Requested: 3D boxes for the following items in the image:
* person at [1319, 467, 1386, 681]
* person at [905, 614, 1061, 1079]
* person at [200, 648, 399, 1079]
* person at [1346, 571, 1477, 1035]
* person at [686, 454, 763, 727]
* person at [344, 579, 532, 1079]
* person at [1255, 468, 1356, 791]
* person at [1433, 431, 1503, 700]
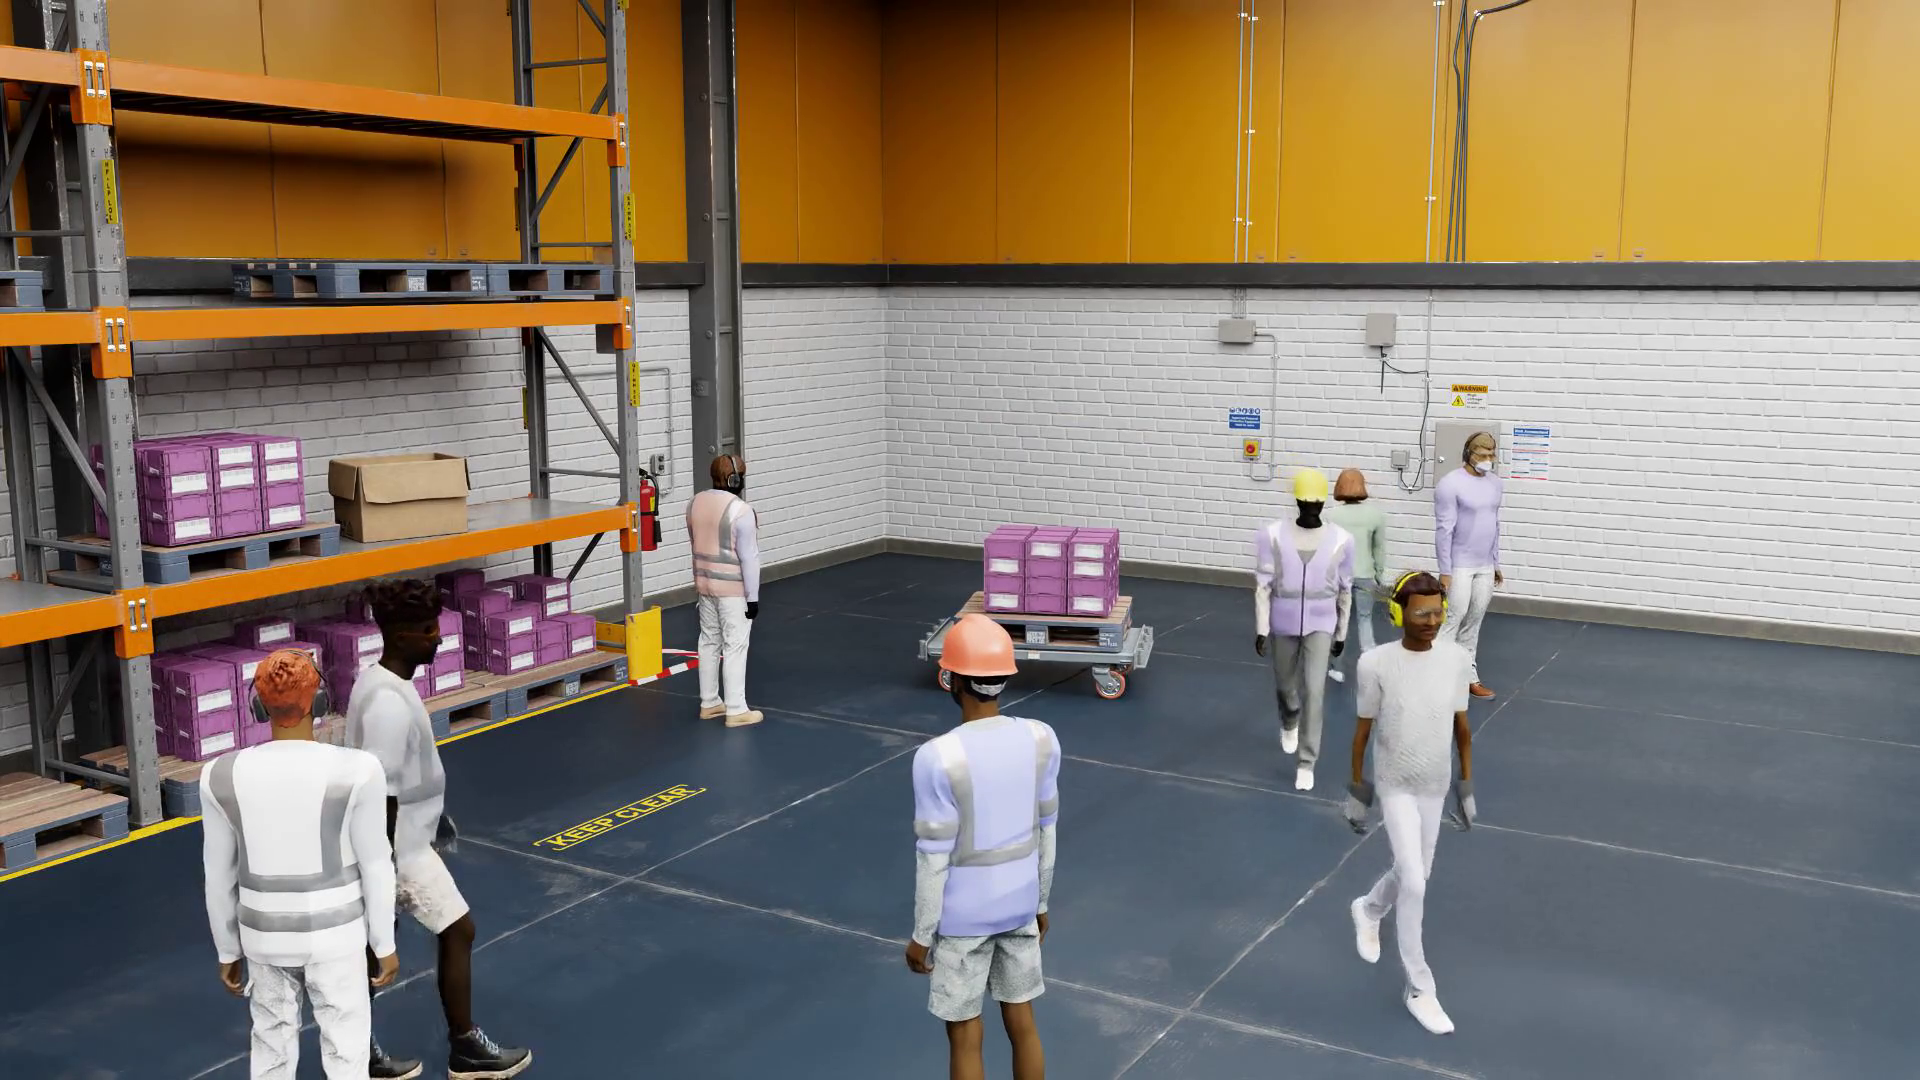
[{"bbox_3d":[2.869,0.279,12.183,0.510,1.617,0.606,0,9,2],"label":"person"},{"bbox_3d":[0.063,1.200,5.448,0.542,1.939,0.361,-6,11,-32],"label":"person"},{"bbox_3d":[-2.061,1.269,5.236,0.574,1.876,0.340,0,9,-1],"label":"person"},{"bbox_3d":[1.872,1.011,6.945,0.524,1.842,0.897,-2,9,-13],"label":"person"},{"bbox_3d":[-1.562,0.334,11.201,0.619,1.836,0.430,8,12,40],"label":"person"},{"bbox_3d":[-1.972,1.089,6.180,0.824,1.931,0.613,-5,10,-27],"label":"person"},{"bbox_3d":[2.087,0.482,10.078,0.576,1.899,0.884,2,9,15],"label":"person"},{"bbox_3d":[3.596,0.194,11.748,0.627,1.934,0.370,-6,11,-33],"label":"person"}]
